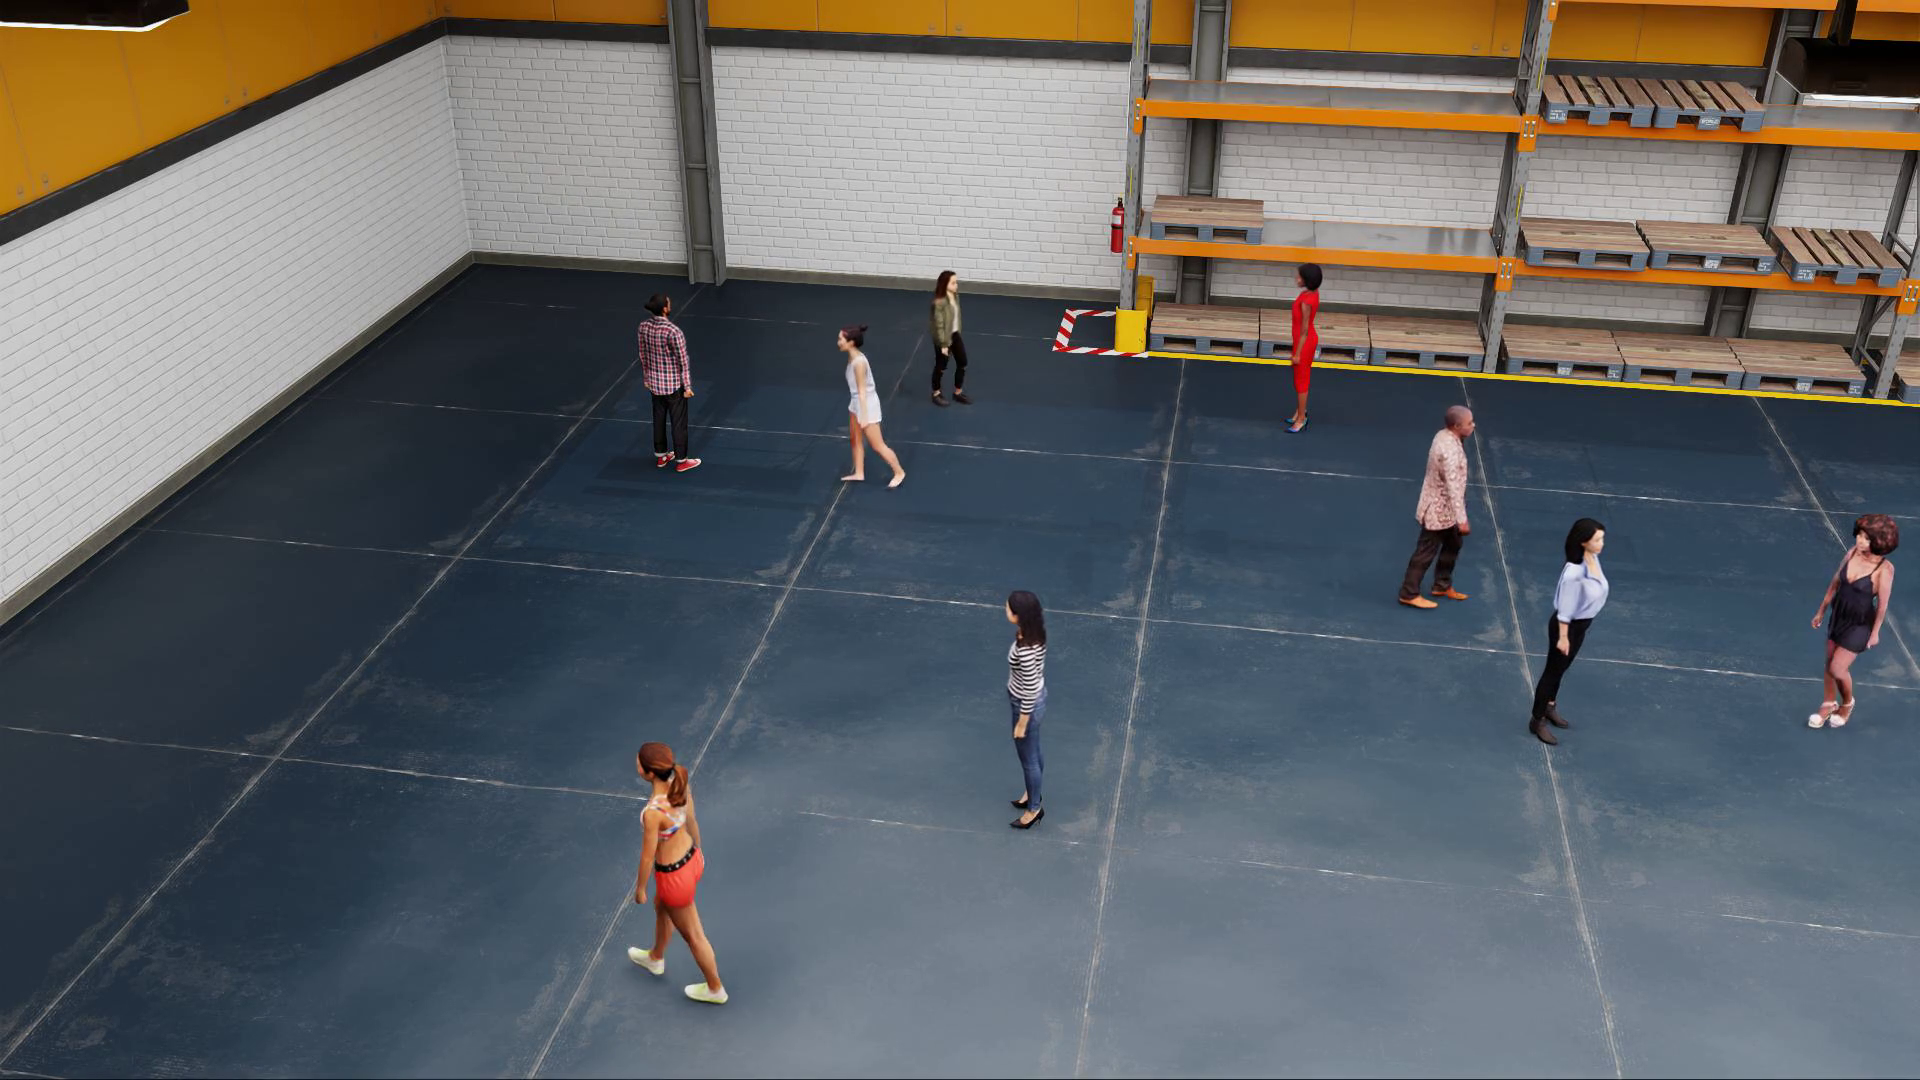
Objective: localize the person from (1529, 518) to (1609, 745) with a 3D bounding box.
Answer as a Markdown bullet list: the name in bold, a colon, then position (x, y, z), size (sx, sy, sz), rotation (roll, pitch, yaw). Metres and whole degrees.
- **person**: position (4.332, 0.628, 11.844), size (0.723, 1.743, 0.730), rotation (21, 35, 34)

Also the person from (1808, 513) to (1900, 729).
- **person**: position (6.429, 0.593, 11.867), size (0.719, 1.783, 0.674), rotation (-8, 30, -14)

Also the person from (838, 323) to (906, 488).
- **person**: position (-0.821, -1.240, 15.428), size (0.928, 1.590, 0.794), rotation (-9, 30, -16)

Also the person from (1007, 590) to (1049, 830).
- **person**: position (0.443, 1.110, 10.909), size (0.498, 1.793, 0.577), rotation (4, 29, 7)

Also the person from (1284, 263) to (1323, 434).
- **person**: position (3.410, -1.908, 16.490), size (0.502, 1.747, 0.575), rotation (6, 29, 11)

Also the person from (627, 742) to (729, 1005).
- **person**: position (-1.524, 1.927, 9.441), size (0.974, 1.764, 0.684), rotation (9, 30, 17)

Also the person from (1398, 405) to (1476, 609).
- **person**: position (3.775, -0.252, 13.414), size (0.821, 1.786, 0.728), rotation (8, 30, 15)

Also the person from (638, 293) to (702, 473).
- **person**: position (-2.773, -1.504, 15.734), size (0.632, 1.761, 0.824), rotation (14, 32, 24)

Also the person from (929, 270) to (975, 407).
- **person**: position (-0.196, -2.067, 17.082), size (0.794, 1.460, 0.733), rotation (21, 35, 34)
